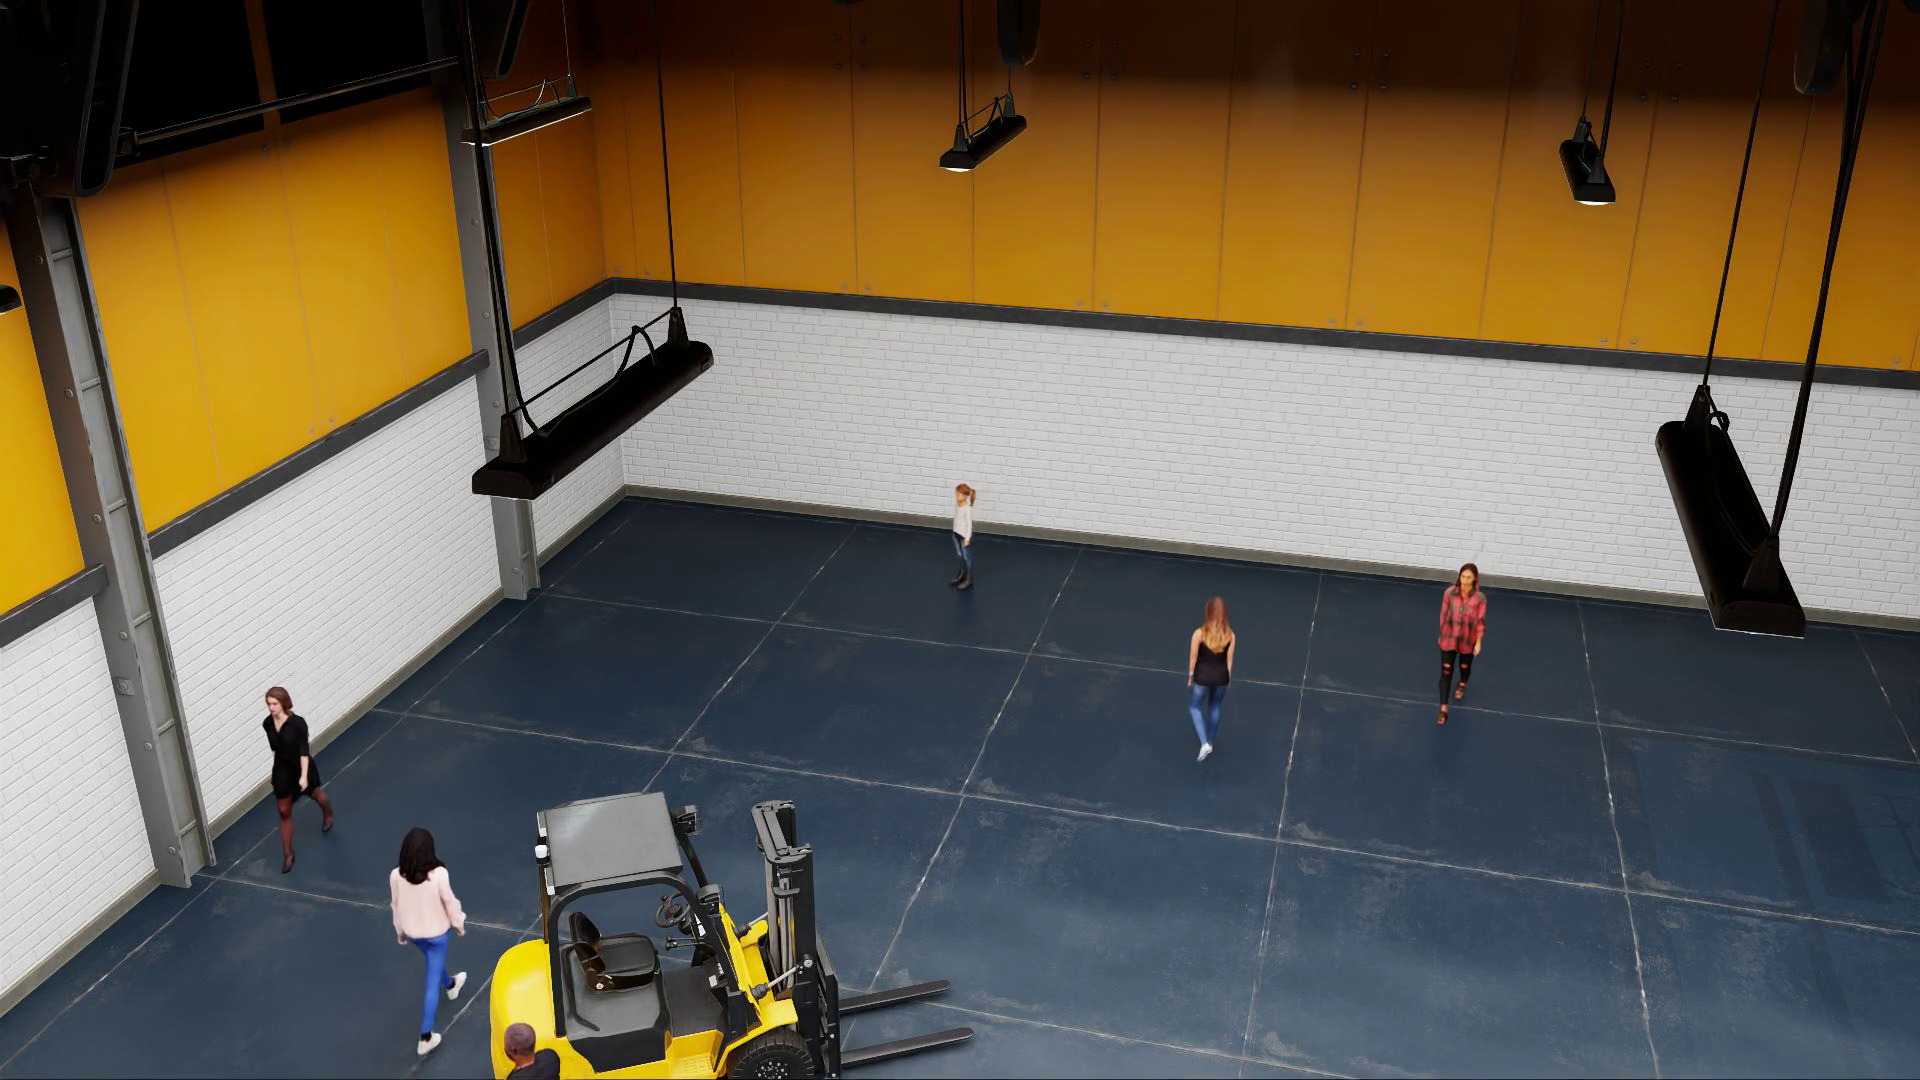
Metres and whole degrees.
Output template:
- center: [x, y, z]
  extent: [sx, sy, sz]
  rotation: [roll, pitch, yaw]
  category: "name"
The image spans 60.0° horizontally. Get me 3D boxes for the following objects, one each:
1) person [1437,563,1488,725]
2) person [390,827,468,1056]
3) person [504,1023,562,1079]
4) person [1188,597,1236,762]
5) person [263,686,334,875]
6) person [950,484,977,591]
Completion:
- center: [5.152, 1.005, 17.056]
  extent: [0.751, 1.668, 1.118]
  rotation: [11, 26, 24]
  category: "person"
- center: [-4.000, 3.005, 12.415]
  extent: [0.760, 1.720, 1.202]
  rotation: [4, 24, 8]
  category: "person"
- center: [-2.567, 3.826, 10.453]
  extent: [0.803, 1.788, 0.737]
  rotation: [15, 28, 31]
  category: "person"
- center: [2.437, 1.383, 16.143]
  extent: [0.746, 1.706, 0.943]
  rotation: [-1, 24, -3]
  category: "person"
- center: [-5.828, 2.027, 14.733]
  extent: [0.692, 1.656, 1.113]
  rotation: [3, 24, 7]
  category: "person"
- center: [0.048, -0.056, 19.924]
  extent: [0.613, 1.315, 0.556]
  rotation: [-14, 27, -29]
  category: "person"
